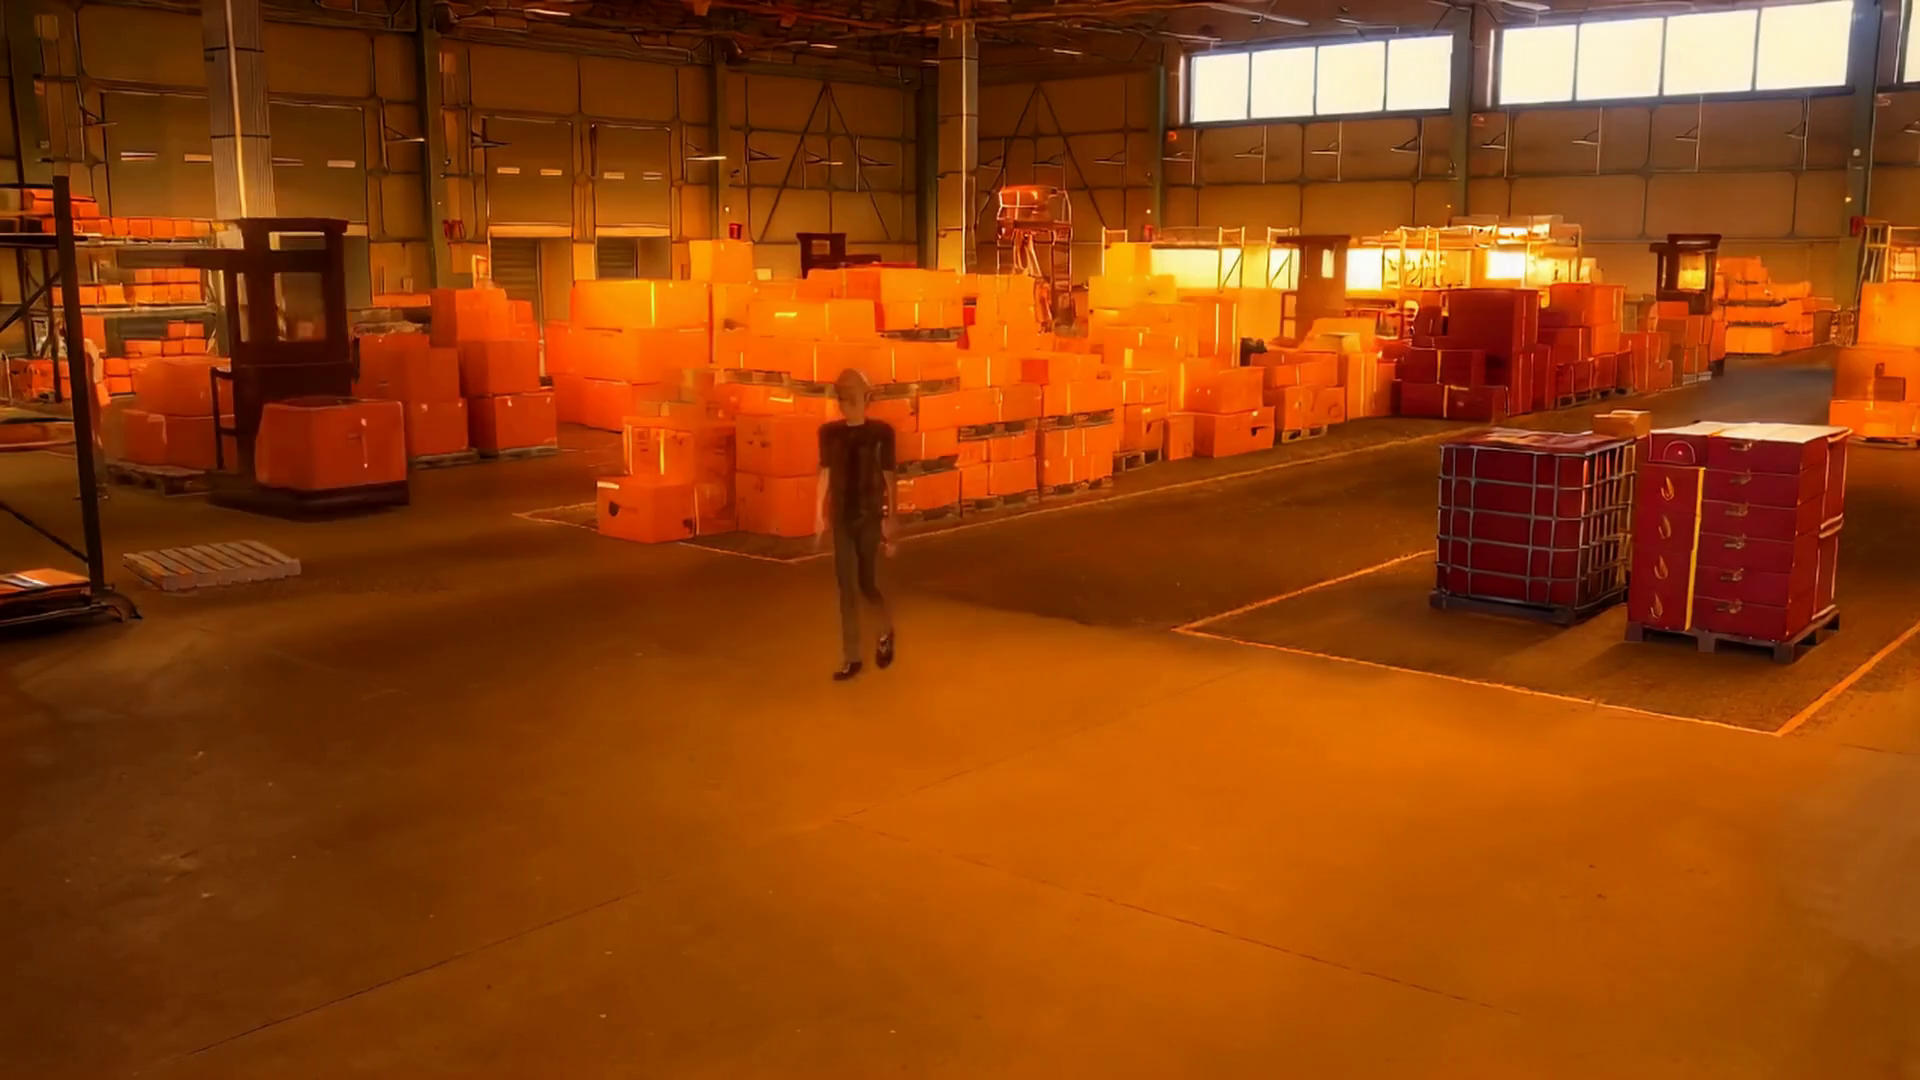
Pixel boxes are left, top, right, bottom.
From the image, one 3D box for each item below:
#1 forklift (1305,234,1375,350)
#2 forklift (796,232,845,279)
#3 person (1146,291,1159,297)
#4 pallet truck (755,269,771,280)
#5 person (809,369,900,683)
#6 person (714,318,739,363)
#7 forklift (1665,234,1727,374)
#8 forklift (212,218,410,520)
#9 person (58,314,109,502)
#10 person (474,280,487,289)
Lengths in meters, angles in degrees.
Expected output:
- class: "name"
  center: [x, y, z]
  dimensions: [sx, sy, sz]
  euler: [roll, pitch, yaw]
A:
- class: "forklift"
  center: [7.739, -5.023, 34.990]
  dimensions: [1.129, 2.768, 1.873]
  euler: [-7, 12, -34]
- class: "forklift"
  center: [-2.553, -4.254, 30.612]
  dimensions: [1.873, 2.768, 1.129]
  euler: [8, 13, 40]
- class: "person"
  center: [2.962, -2.948, 26.022]
  dimensions: [1.036, 1.899, 0.640]
  euler: [-8, 13, -38]
- class: "pallet truck"
  center: [-4.996, -6.432, 45.525]
  dimensions: [1.885, 1.965, 0.823]
  euler: [-6, 12, -32]
- class: "person"
  center: [-0.620, -0.088, 9.824]
  dimensions: [0.528, 1.858, 0.440]
  euler: [4, 11, 23]
- class: "person"
  center: [-3.115, -2.222, 22.693]
  dimensions: [0.536, 1.590, 0.862]
  euler: [9, 13, 40]
- class: "forklift"
  center: [14.498, -4.684, 33.062]
  dimensions: [1.129, 2.768, 1.873]
  euler: [8, 13, 40]
- class: "forklift"
  center: [-6.347, -1.704, 16.093]
  dimensions: [1.873, 2.768, 1.129]
  euler: [8, 13, 40]
- class: "person"
  center: [-8.865, -1.349, 16.859]
  dimensions: [0.412, 1.907, 0.596]
  euler: [-7, 12, -34]
- class: "person"
  center: [-9.642, -4.329, 33.879]
  dimensions: [0.627, 1.892, 0.416]
  euler: [-7, 12, -33]
